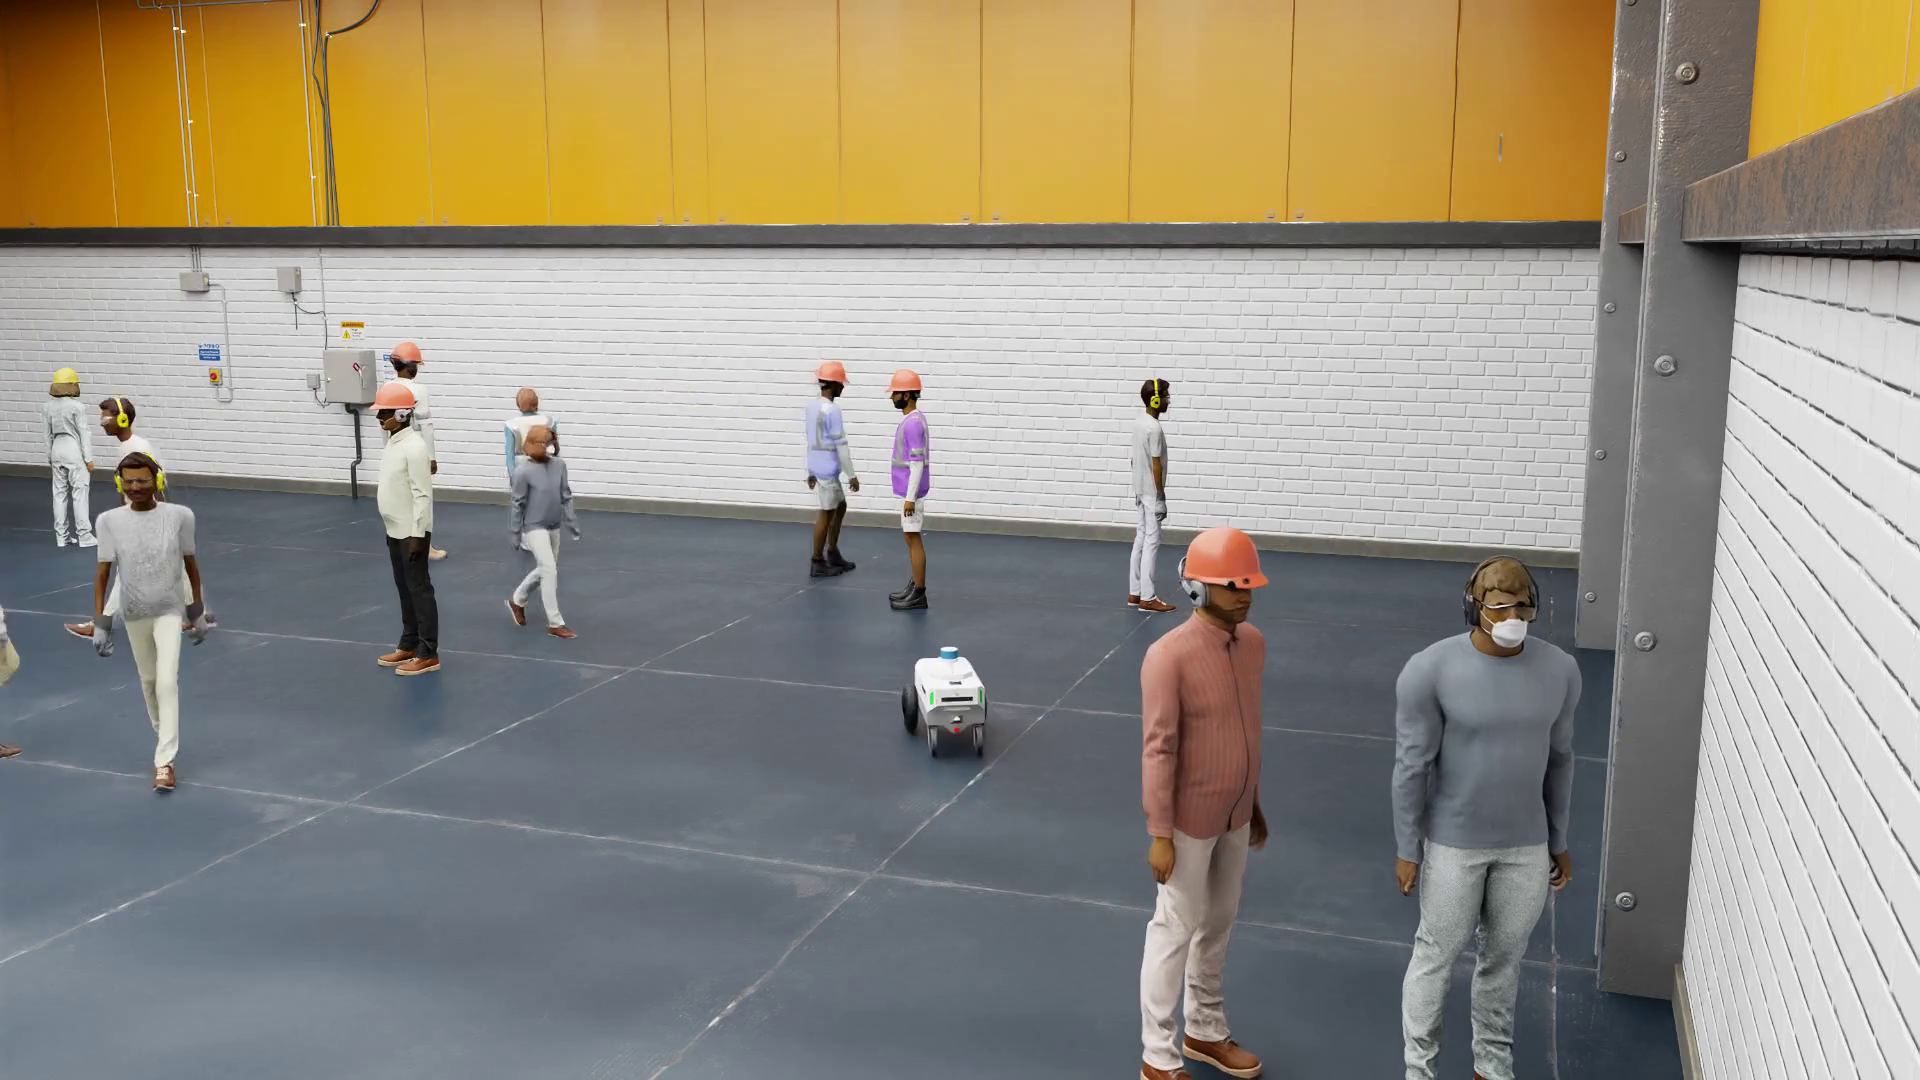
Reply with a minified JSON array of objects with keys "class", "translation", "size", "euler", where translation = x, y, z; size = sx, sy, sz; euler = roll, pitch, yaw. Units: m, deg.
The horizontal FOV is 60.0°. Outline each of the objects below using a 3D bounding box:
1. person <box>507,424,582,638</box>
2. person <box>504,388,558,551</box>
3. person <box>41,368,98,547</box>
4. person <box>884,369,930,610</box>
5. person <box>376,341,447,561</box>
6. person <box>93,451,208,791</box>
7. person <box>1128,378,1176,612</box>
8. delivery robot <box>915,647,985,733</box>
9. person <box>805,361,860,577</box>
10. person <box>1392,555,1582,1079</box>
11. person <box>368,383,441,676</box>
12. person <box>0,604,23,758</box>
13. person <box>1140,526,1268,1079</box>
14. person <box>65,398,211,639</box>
[{"class":"person","translation":[-3.190,-0.086,12.542],"size":[0.745,1.604,0.500],"euler":[5,11,27]},{"class":"person","translation":[-4.009,-0.628,15.625],"size":[0.506,1.593,0.882],"euler":[-4,11,-20]},{"class":"person","translation":[-8.642,-0.801,16.174],"size":[0.492,1.740,0.325],"euler":[2,10,12]},{"class":"person","translation":[-0.425,-0.406,13.396],"size":[0.360,1.935,0.552],"euler":[-1,10,-3]},{"class":"person","translation":[-5.081,-0.813,15.392],"size":[0.607,2.044,0.372],"euler":[5,11,26]},{"class":"person","translation":[-4.451,0.413,9.131],"size":[0.543,1.824,0.980],"euler":[-3,11,-17]},{"class":"person","translation":[1.541,-0.363,13.344],"size":[0.314,1.869,0.535],"euler":[-3,10,-14]},{"class":"delivery robot","translation":[-0.064,0.875,9.810],"size":[0.477,0.478,0.707],"euler":[-1,10,-8]},{"class":"person","translation":[-1.072,-0.618,14.655],"size":[0.605,1.916,0.551],"euler":[-4,11,-21]},{"class":"person","translation":[1.725,0.998,5.487],"size":[0.635,1.937,0.352],"euler":[-2,10,-10]},{"class":"person","translation":[-3.802,-0.079,11.394],"size":[0.381,1.994,0.613],"euler":[-8,13,-36]},{"class":"person","translation":[-5.527,0.454,9.446],"size":[0.353,1.617,0.520],"euler":[-8,13,-39]},{"class":"person","translation":[0.855,0.933,5.696],"size":[0.396,1.992,0.622],"euler":[10,14,44]},{"class":"person","translation":[-6.128,-0.149,12.333],"size":[1.017,1.802,0.530],"euler":[-7,12,-35]}]
